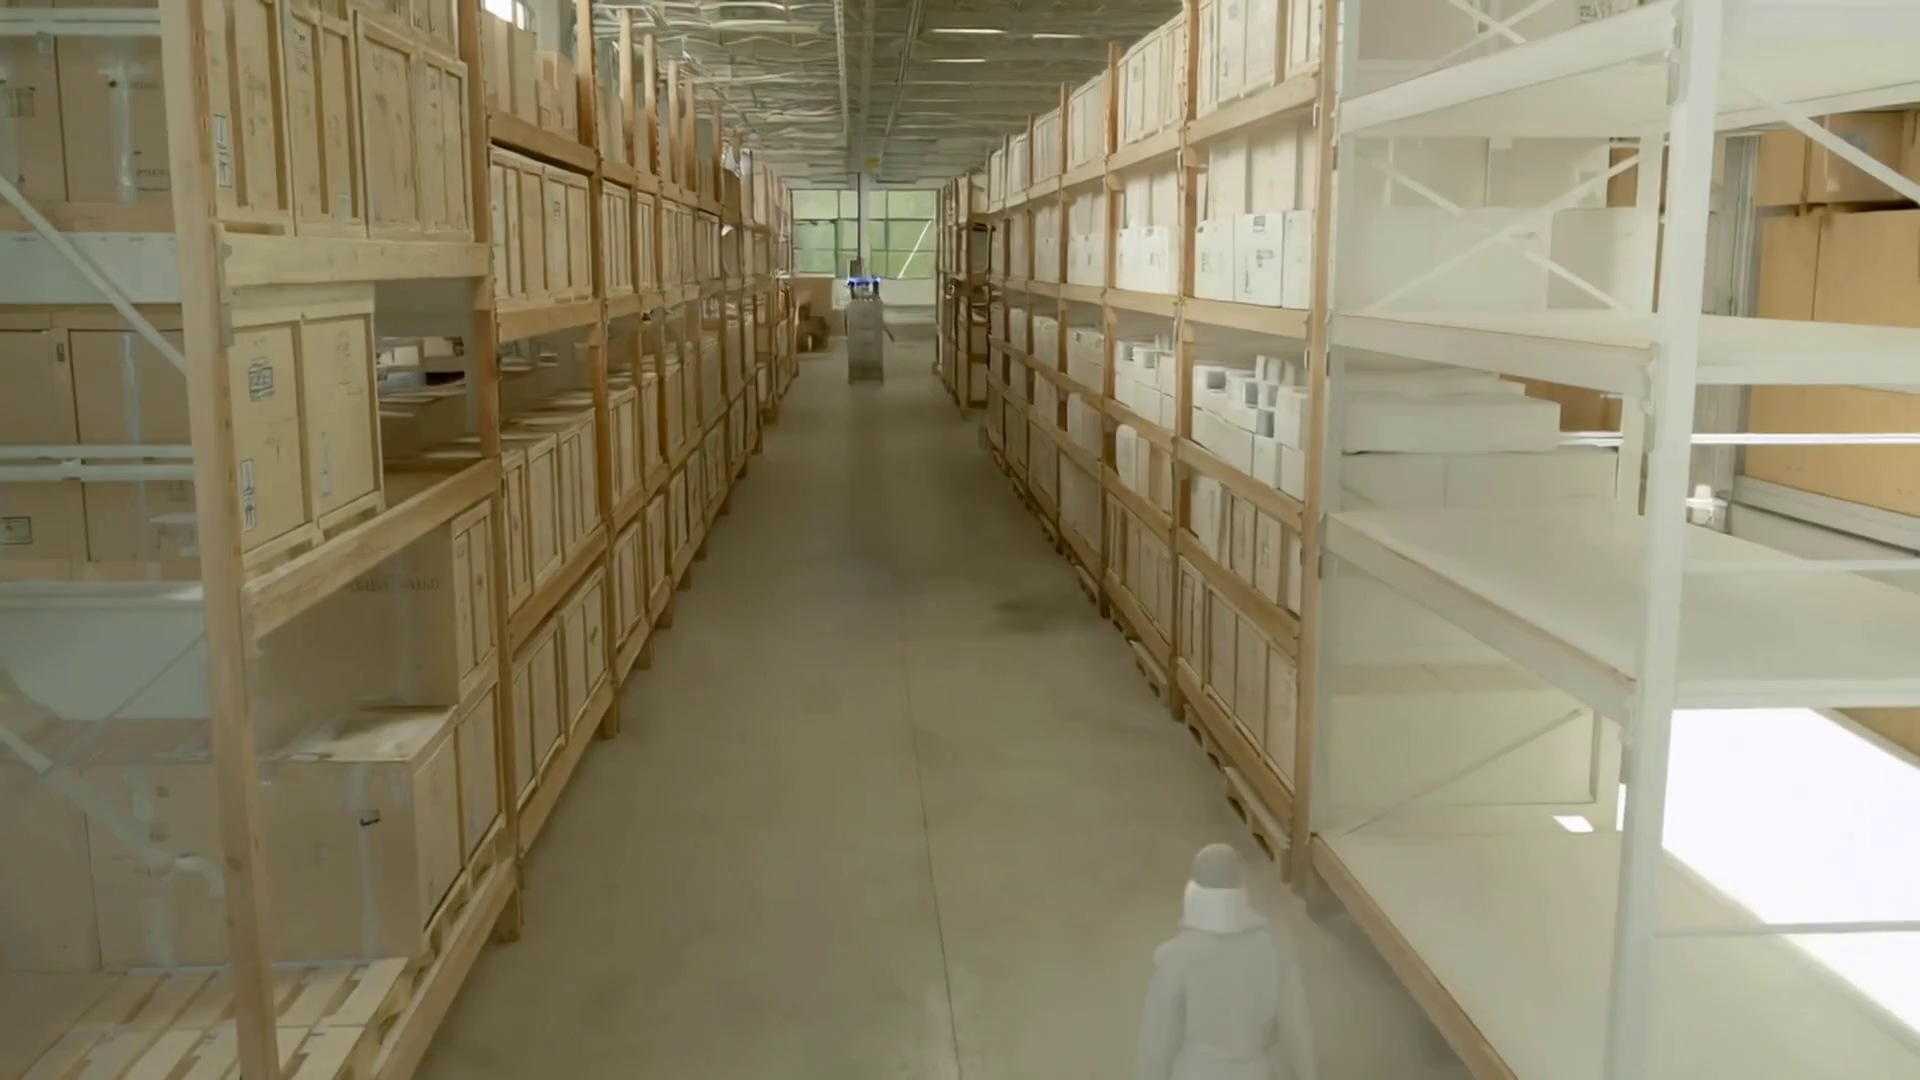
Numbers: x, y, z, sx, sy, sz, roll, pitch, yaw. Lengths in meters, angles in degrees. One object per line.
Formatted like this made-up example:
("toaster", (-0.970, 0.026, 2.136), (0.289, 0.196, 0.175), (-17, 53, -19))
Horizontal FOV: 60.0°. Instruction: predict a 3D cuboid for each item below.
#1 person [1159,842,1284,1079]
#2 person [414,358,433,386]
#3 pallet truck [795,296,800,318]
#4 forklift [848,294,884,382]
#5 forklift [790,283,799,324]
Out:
("person", (0.976, 1.975, 6.157), (0.498, 1.728, 0.719), (-2, 10, -13))
("person", (-10.824, -2.740, 33.777), (0.439, 1.890, 0.666), (-1, 10, -8))
("pallet truck", (-8.622, -12.439, 91.403), (1.885, 1.965, 0.823), (2, 10, 13))
("forklift", (-3.032, -6.511, 53.362), (1.129, 2.768, 1.873), (-1, 10, -3))
("forklift", (-8.516, -11.137, 80.992), (1.129, 2.768, 1.873), (-5, 11, -30))
